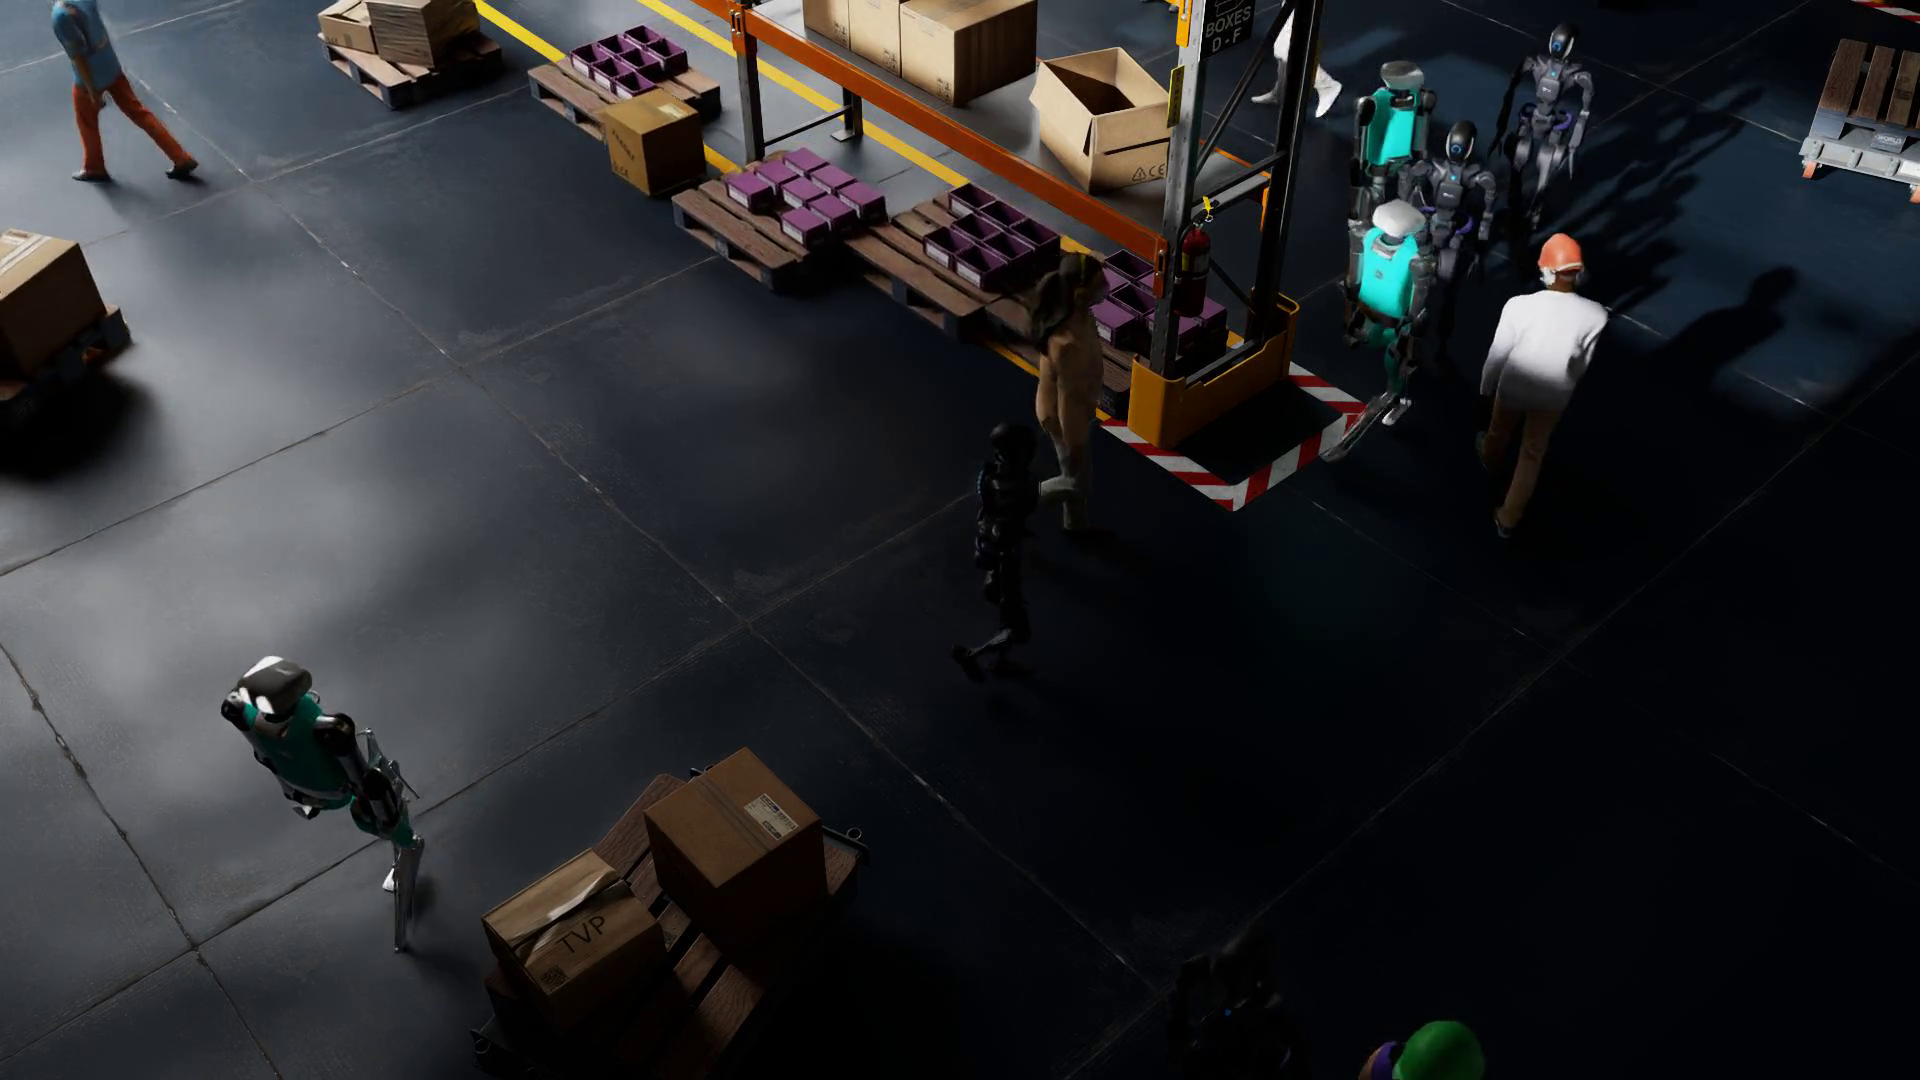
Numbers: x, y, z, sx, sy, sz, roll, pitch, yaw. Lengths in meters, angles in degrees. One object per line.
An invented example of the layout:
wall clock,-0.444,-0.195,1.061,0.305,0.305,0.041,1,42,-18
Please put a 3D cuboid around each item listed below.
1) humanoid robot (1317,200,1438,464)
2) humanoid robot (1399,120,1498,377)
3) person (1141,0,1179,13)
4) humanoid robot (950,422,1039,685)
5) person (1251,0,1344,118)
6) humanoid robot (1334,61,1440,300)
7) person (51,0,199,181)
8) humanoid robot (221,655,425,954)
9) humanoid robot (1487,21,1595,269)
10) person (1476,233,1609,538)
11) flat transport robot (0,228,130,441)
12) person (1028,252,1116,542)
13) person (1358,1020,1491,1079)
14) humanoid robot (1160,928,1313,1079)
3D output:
humanoid robot,2.506,-1.216,9.356,1.028,1.736,0.532,-31,51,-29
humanoid robot,2.857,-1.745,9.943,0.612,1.650,0.345,13,44,13
person,1.796,-5.302,13.707,0.564,1.837,0.379,28,50,27
humanoid robot,0.186,0.060,7.990,0.391,1.651,0.615,3,43,3
person,2.585,-4.012,12.261,0.605,1.894,0.650,12,44,12
humanoid robot,2.703,-1.959,10.145,0.552,1.716,0.989,-14,44,-14
person,-5.989,-3.269,11.581,0.910,1.725,0.477,7,43,7
humanoid robot,-2.489,0.974,6.979,0.540,1.793,0.809,11,44,12
humanoid robot,3.775,-2.605,10.905,0.610,1.629,0.717,21,47,21
person,3.080,-0.874,8.988,0.568,1.683,0.868,6,43,6
flat transport robot,-5.856,-1.002,10.185,0.659,0.231,1.431,13,44,13
person,0.530,-0.678,8.659,0.617,1.863,0.569,2,43,2
person,1.457,2.176,5.545,0.574,1.868,1.027,33,52,30
humanoid robot,0.987,1.933,5.956,0.614,1.657,0.326,30,50,28
